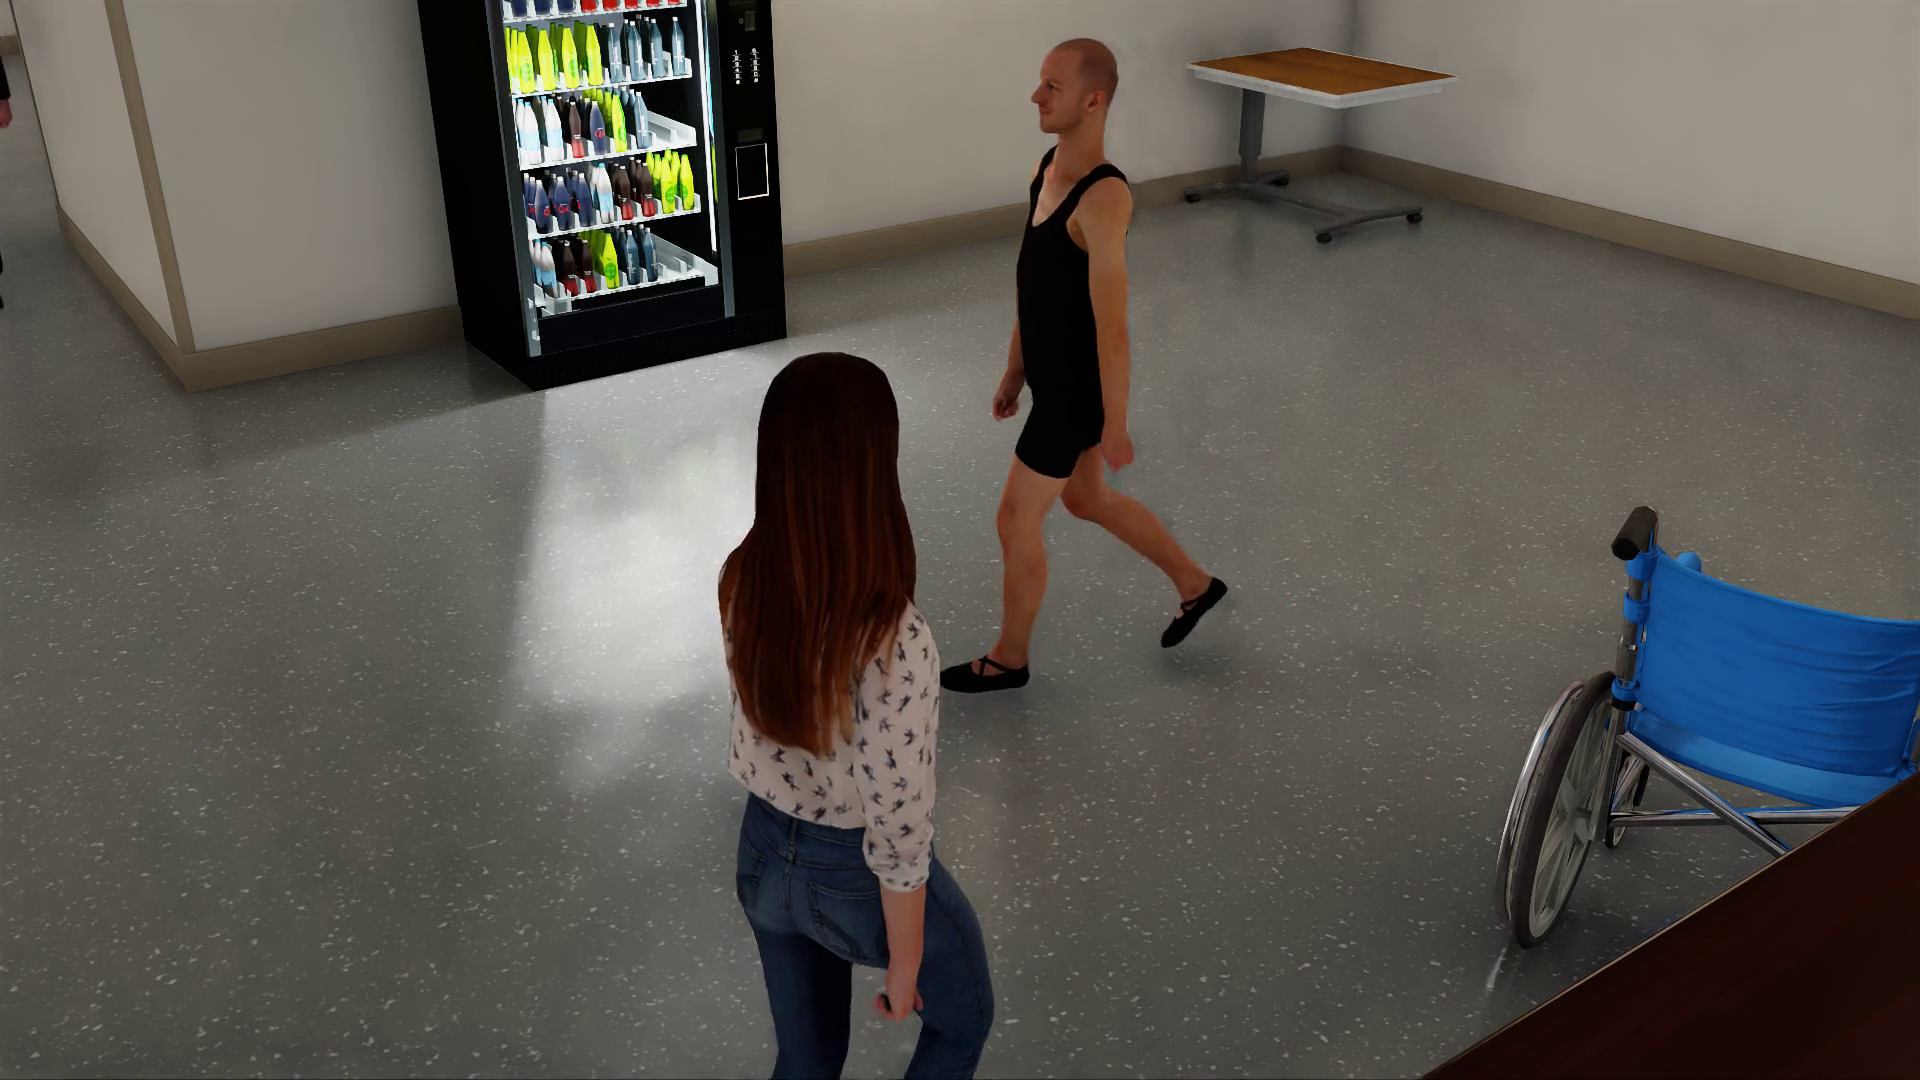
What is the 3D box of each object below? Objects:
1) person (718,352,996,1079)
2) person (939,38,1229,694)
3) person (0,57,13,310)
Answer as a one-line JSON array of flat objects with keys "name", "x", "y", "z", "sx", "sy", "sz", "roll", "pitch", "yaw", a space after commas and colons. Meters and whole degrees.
[{"name": "person", "x": -0.238, "y": 0.564, "z": 2.536, "sx": 0.666, "sy": 1.716, "sz": 0.691, "roll": 17, "pitch": 31, "yaw": 31}, {"name": "person", "x": 0.387, "y": -0.415, "z": 4.485, "sx": 1.205, "sy": 1.787, "sz": 0.944, "roll": -5, "pitch": 26, "yaw": -9}, {"name": "person", "x": -4.750, "y": -2.028, "z": 7.818, "sx": 1.133, "sy": 1.797, "sz": 0.719, "roll": -17, "pitch": 31, "yaw": -32}]
